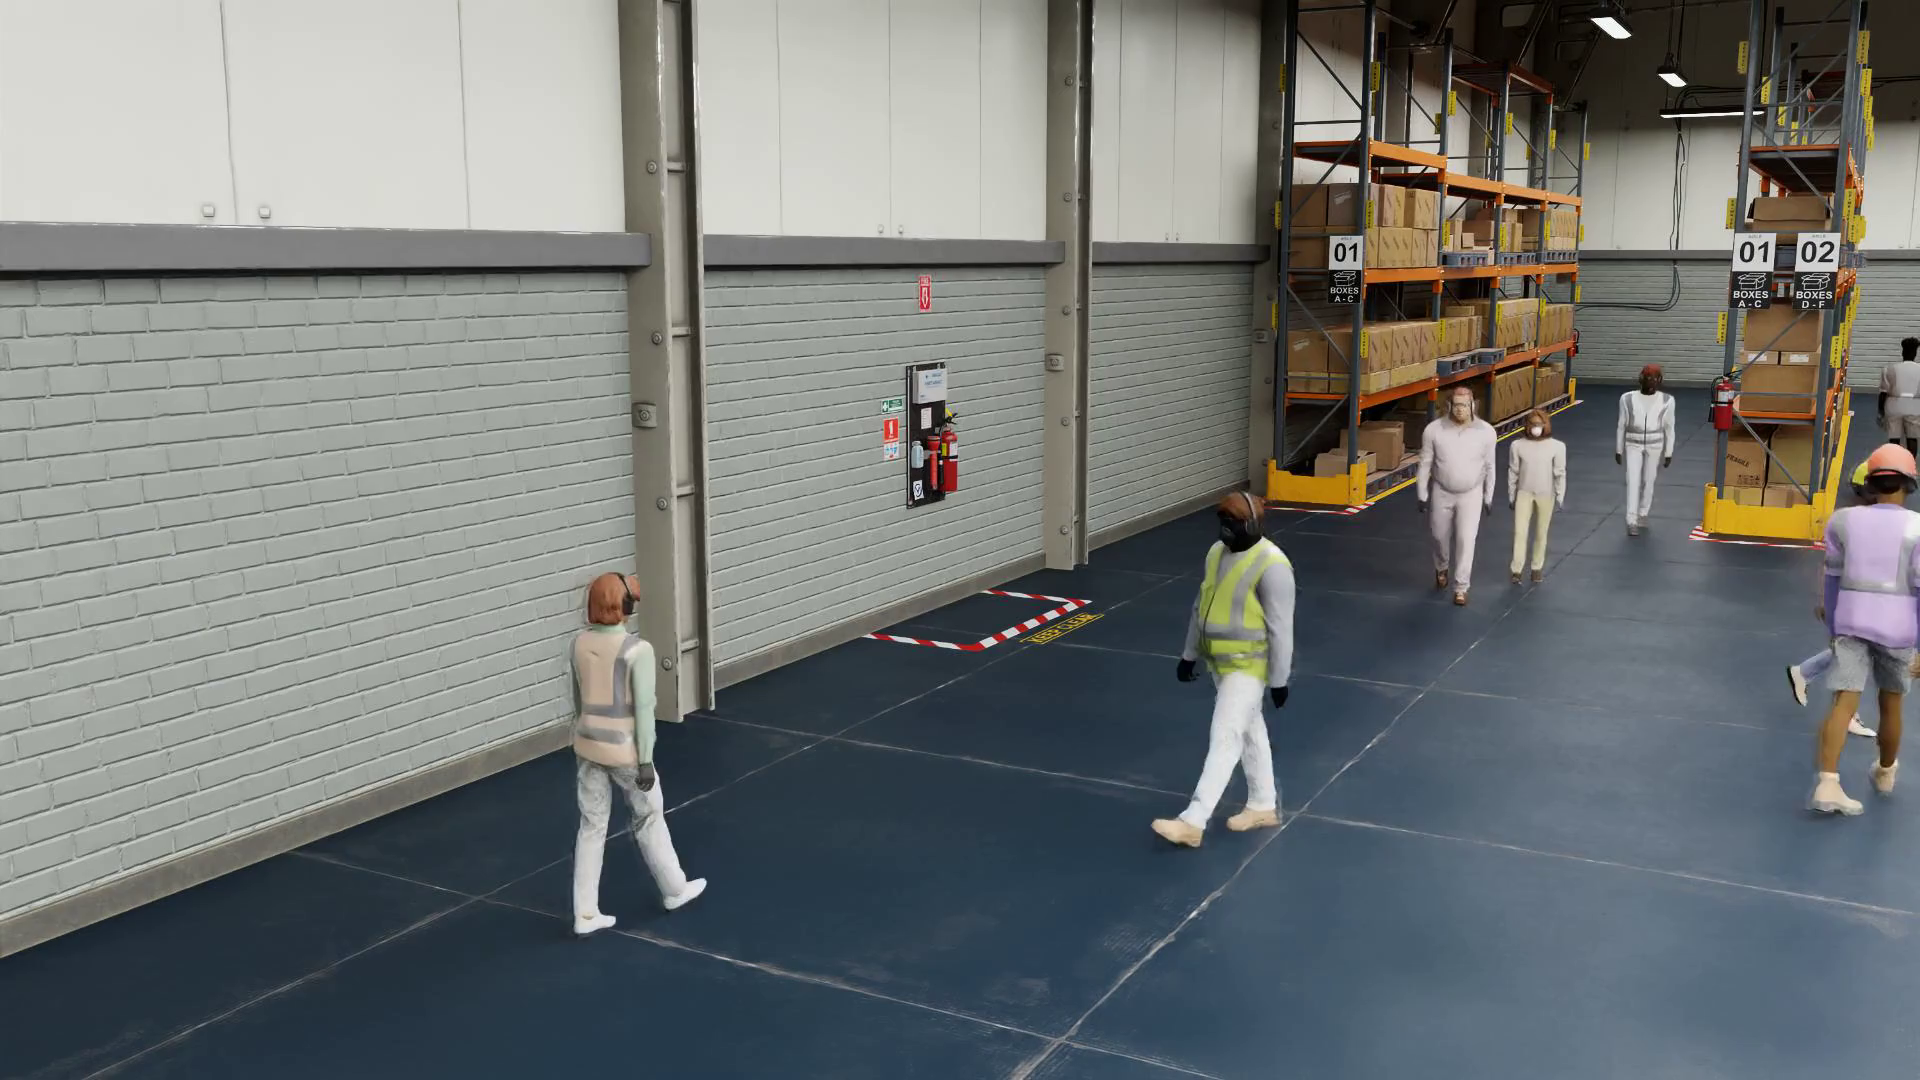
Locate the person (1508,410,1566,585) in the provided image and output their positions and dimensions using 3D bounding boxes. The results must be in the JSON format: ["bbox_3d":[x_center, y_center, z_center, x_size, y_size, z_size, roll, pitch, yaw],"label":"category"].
[{"bbox_3d":[5.224,-0.368,15.101,0.503,1.597,0.818,3,10,19],"label":"person"}]

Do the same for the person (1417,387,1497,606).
[{"bbox_3d":[4.350,-0.419,14.591,0.654,1.879,0.887,3,10,17],"label":"person"}]

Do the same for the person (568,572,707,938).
[{"bbox_3d":[-1.491,0.932,7.421,0.541,1.602,0.705,6,11,31],"label":"person"}]

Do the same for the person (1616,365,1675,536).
[{"bbox_3d":[7.454,-0.995,18.108,0.578,1.830,1.017,3,10,19],"label":"person"}]

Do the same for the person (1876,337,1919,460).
[{"bbox_3d":[12.273,-1.663,21.631,0.617,1.947,0.411,5,11,26],"label":"person"}]

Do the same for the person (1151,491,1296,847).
[{"bbox_3d":[1.313,0.653,8.492,0.877,1.806,0.640,-3,10,-19],"label":"person"}]

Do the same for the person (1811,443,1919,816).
[{"bbox_3d":[4.937,0.486,8.986,0.981,1.996,0.612,-9,13,-44],"label":"person"}]

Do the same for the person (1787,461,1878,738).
[{"bbox_3d":[5.604,0.330,10.571,0.540,1.740,0.656,-5,11,-26],"label":"person"}]
